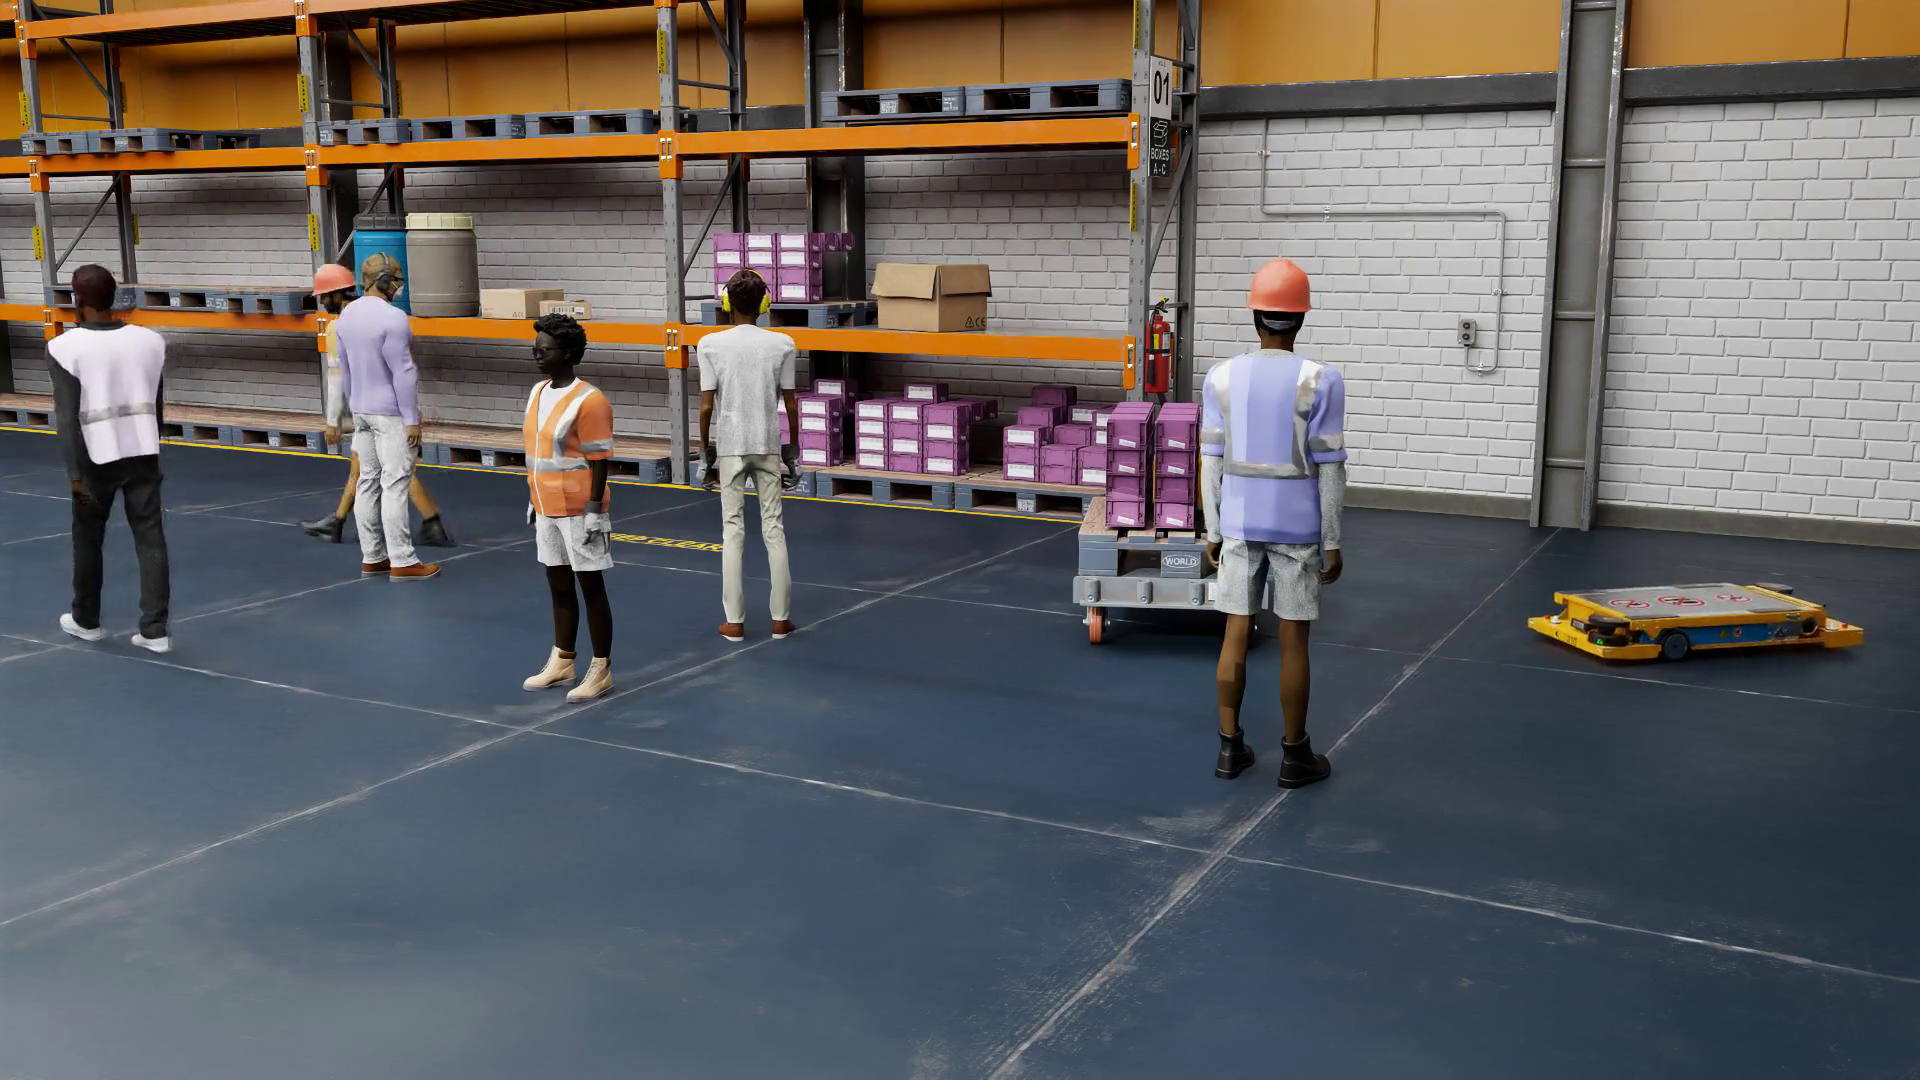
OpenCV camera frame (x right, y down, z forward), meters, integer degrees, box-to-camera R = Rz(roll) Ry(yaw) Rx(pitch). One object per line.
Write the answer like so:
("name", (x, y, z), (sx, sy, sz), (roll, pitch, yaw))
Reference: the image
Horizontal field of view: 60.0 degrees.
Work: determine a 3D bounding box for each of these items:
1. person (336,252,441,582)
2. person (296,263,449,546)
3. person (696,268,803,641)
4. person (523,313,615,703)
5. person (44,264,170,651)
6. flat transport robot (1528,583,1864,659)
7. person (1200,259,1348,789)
("person", (-3.390, -0.718, 9.804), (0.627, 1.934, 0.371), (8, 13, 37))
("person", (-3.852, -0.859, 10.821), (1.075, 1.846, 0.548), (1, 10, 8))
("person", (-1.059, -0.422, 8.360), (0.531, 1.869, 0.310), (-2, 11, -12))
("person", (-1.720, -0.140, 7.281), (0.531, 1.698, 0.320), (9, 14, 41))
("person", (-4.236, -0.408, 8.242), (0.898, 1.881, 0.592), (8, 13, 39))
("flat transport robot", (3.653, 0.391, 8.281), (1.431, 0.197, 0.652), (-2, 11, -12))
("person", (1.155, -0.052, 6.129), (0.549, 1.941, 0.344), (6, 12, 30))
